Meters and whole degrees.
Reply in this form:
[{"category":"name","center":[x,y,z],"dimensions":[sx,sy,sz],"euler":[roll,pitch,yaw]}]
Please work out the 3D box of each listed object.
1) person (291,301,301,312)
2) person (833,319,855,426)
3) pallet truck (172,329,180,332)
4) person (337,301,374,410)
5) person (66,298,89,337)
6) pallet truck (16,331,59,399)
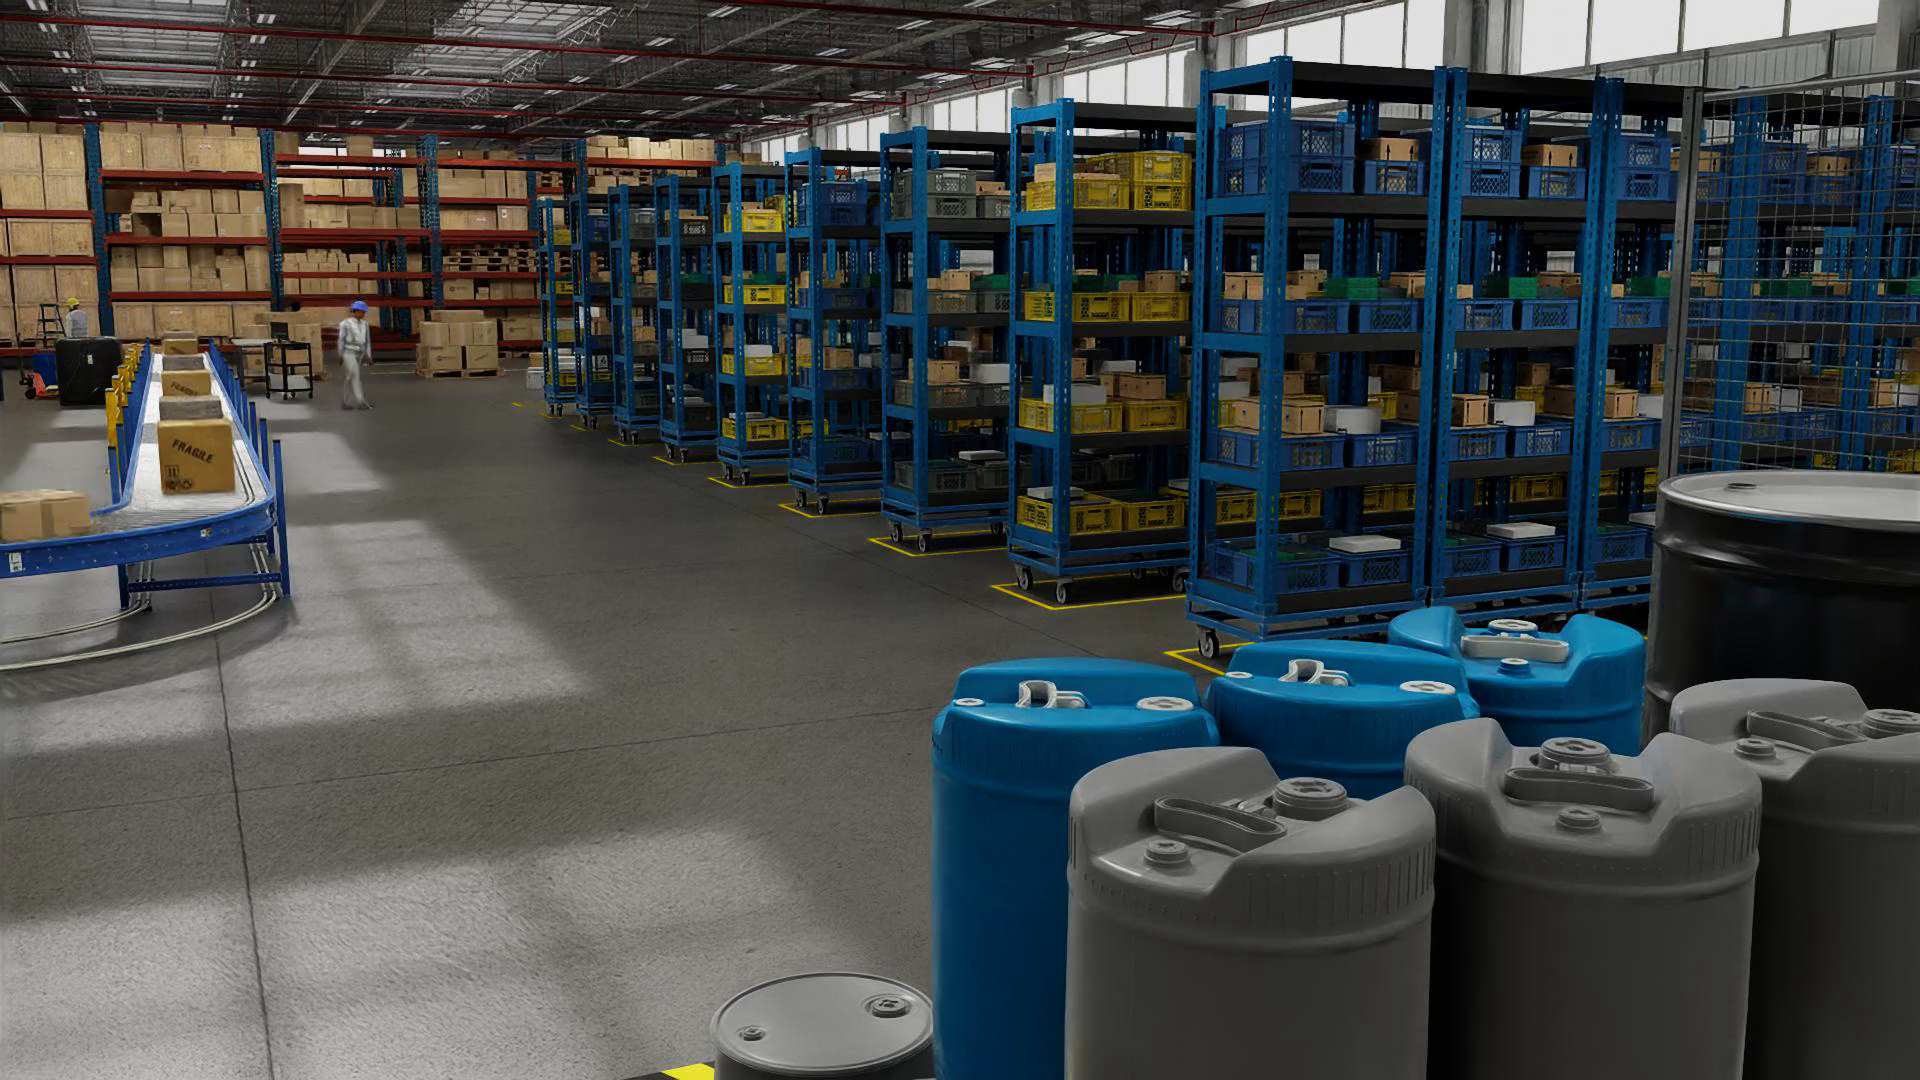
[{"category":"person","center":[-17.137,-5.311,42.799],"dimensions":[0.787,1.671,0.536],"euler":[-6,11,-32]},{"category":"person","center":[-1.713,-2.498,24.905],"dimensions":[0.611,1.810,0.527],"euler":[0,9,-2]},{"category":"pallet truck","center":[-17.275,-3.851,35.096],"dimensions":[1.601,1.201,0.680],"euler":[0,9,1]},{"category":"person","center":[-10.532,-3.209,29.035],"dimensions":[0.841,1.895,0.634],"euler":[3,10,20]},{"category":"person","center":[-20.243,-4.636,38.141],"dimensions":[0.403,1.826,0.592],"euler":[3,10,17]},{"category":"pallet truck","center":[-17.082,-3.353,31.781],"dimensions":[1.630,1.274,0.653],"euler":[-4,10,-25]}]
